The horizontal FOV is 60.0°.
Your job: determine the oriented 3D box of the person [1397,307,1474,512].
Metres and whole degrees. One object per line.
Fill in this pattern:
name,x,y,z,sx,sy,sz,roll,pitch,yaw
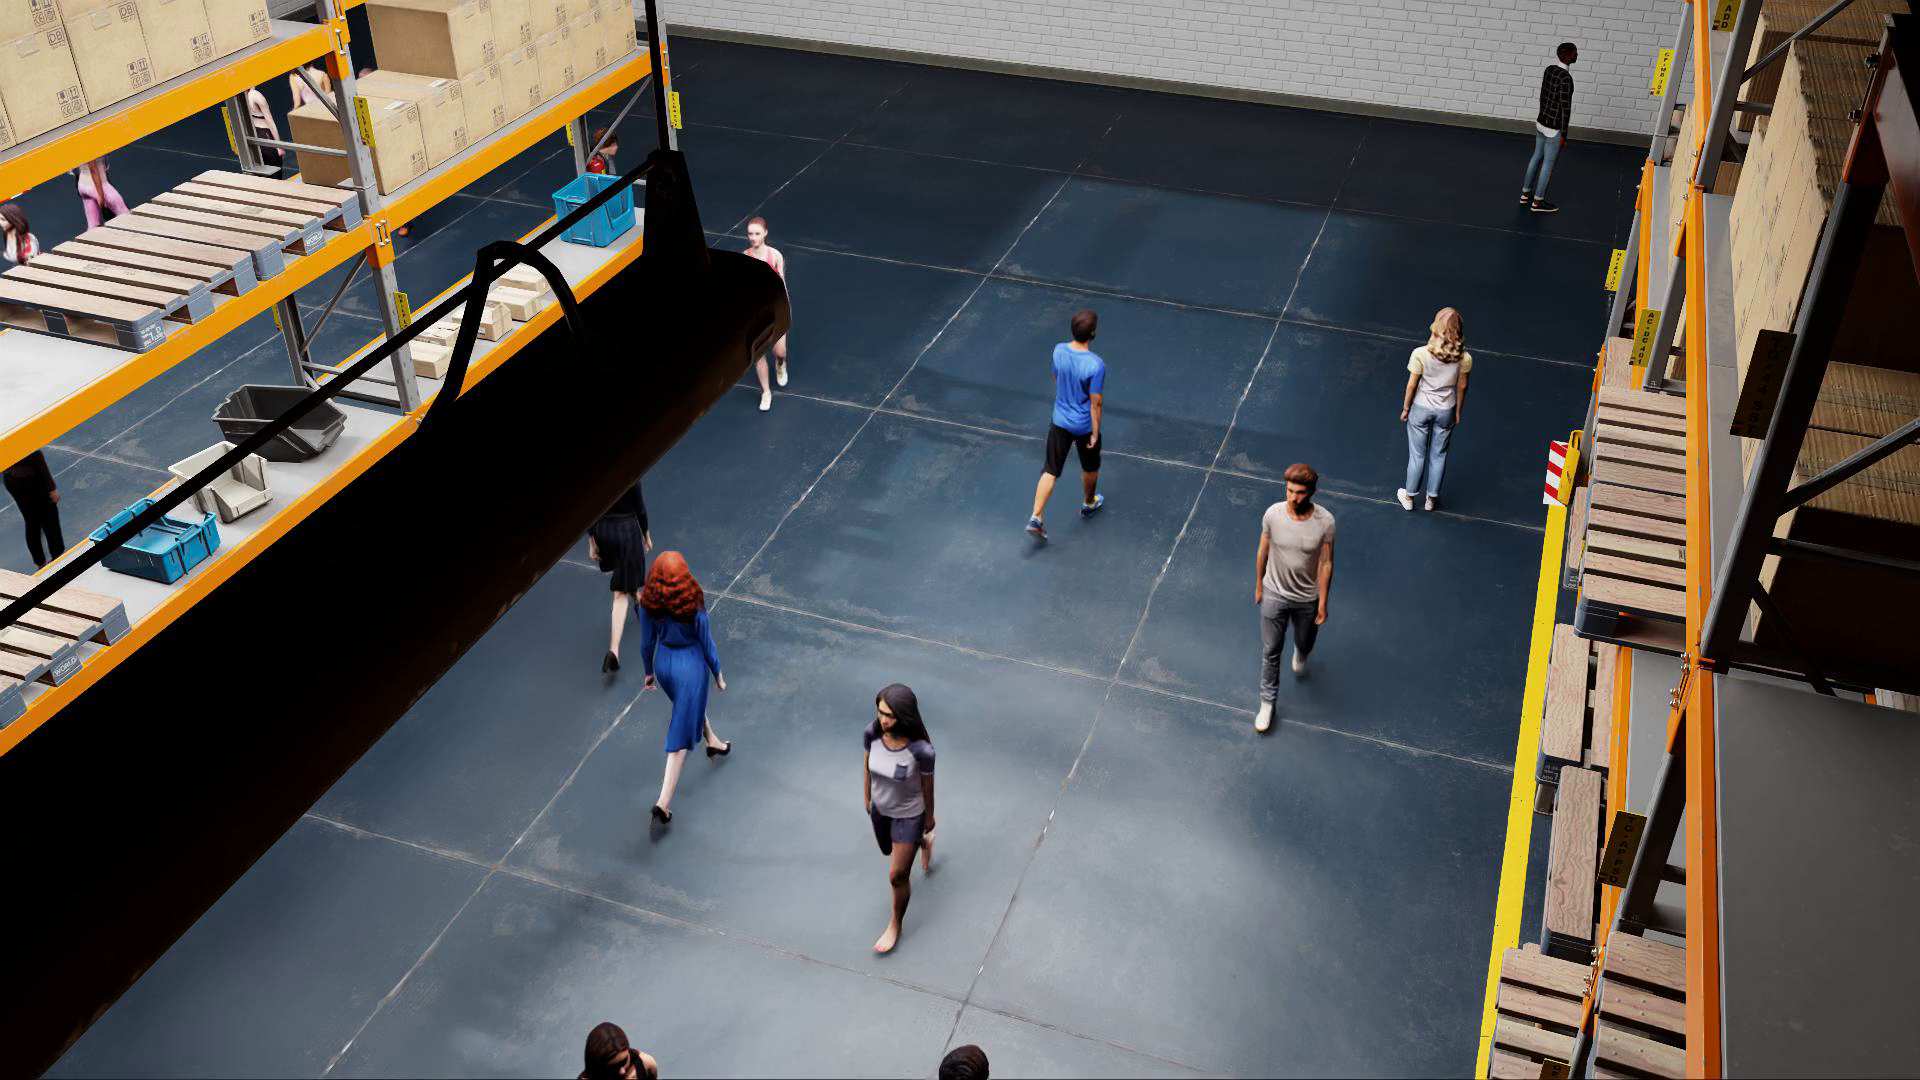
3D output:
person,3.666,-0.996,12.878,0.679,1.723,0.633,3,34,4

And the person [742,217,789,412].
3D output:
person,-1.669,-1.997,14.366,0.702,1.743,0.835,1,34,1

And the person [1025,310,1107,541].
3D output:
person,0.807,-0.835,12.529,0.744,1.840,1.238,18,38,25

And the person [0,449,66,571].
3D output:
person,-6.738,-0.407,12.009,0.610,1.703,0.518,15,36,21

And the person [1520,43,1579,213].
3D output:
person,6.409,-4.496,18.055,0.803,1.821,0.690,-7,34,-10

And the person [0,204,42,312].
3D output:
person,-8.191,-2.253,14.879,0.655,1.601,0.882,16,37,23

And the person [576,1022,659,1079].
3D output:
person,-1.489,2.710,7.335,0.610,1.686,0.714,-25,41,-33

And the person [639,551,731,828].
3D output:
person,-1.697,0.919,9.941,0.682,1.783,1.158,14,36,20

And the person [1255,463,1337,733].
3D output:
person,2.180,0.303,10.784,0.685,1.877,1.084,10,35,15

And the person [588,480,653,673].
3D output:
person,-2.317,0.100,11.255,0.743,1.694,1.229,5,34,7

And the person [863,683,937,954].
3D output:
person,-0.295,1.446,9.237,0.720,1.685,1.053,18,38,25

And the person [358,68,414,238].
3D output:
person,-6.048,-4.123,17.540,0.986,1.769,1.227,-3,34,-5
